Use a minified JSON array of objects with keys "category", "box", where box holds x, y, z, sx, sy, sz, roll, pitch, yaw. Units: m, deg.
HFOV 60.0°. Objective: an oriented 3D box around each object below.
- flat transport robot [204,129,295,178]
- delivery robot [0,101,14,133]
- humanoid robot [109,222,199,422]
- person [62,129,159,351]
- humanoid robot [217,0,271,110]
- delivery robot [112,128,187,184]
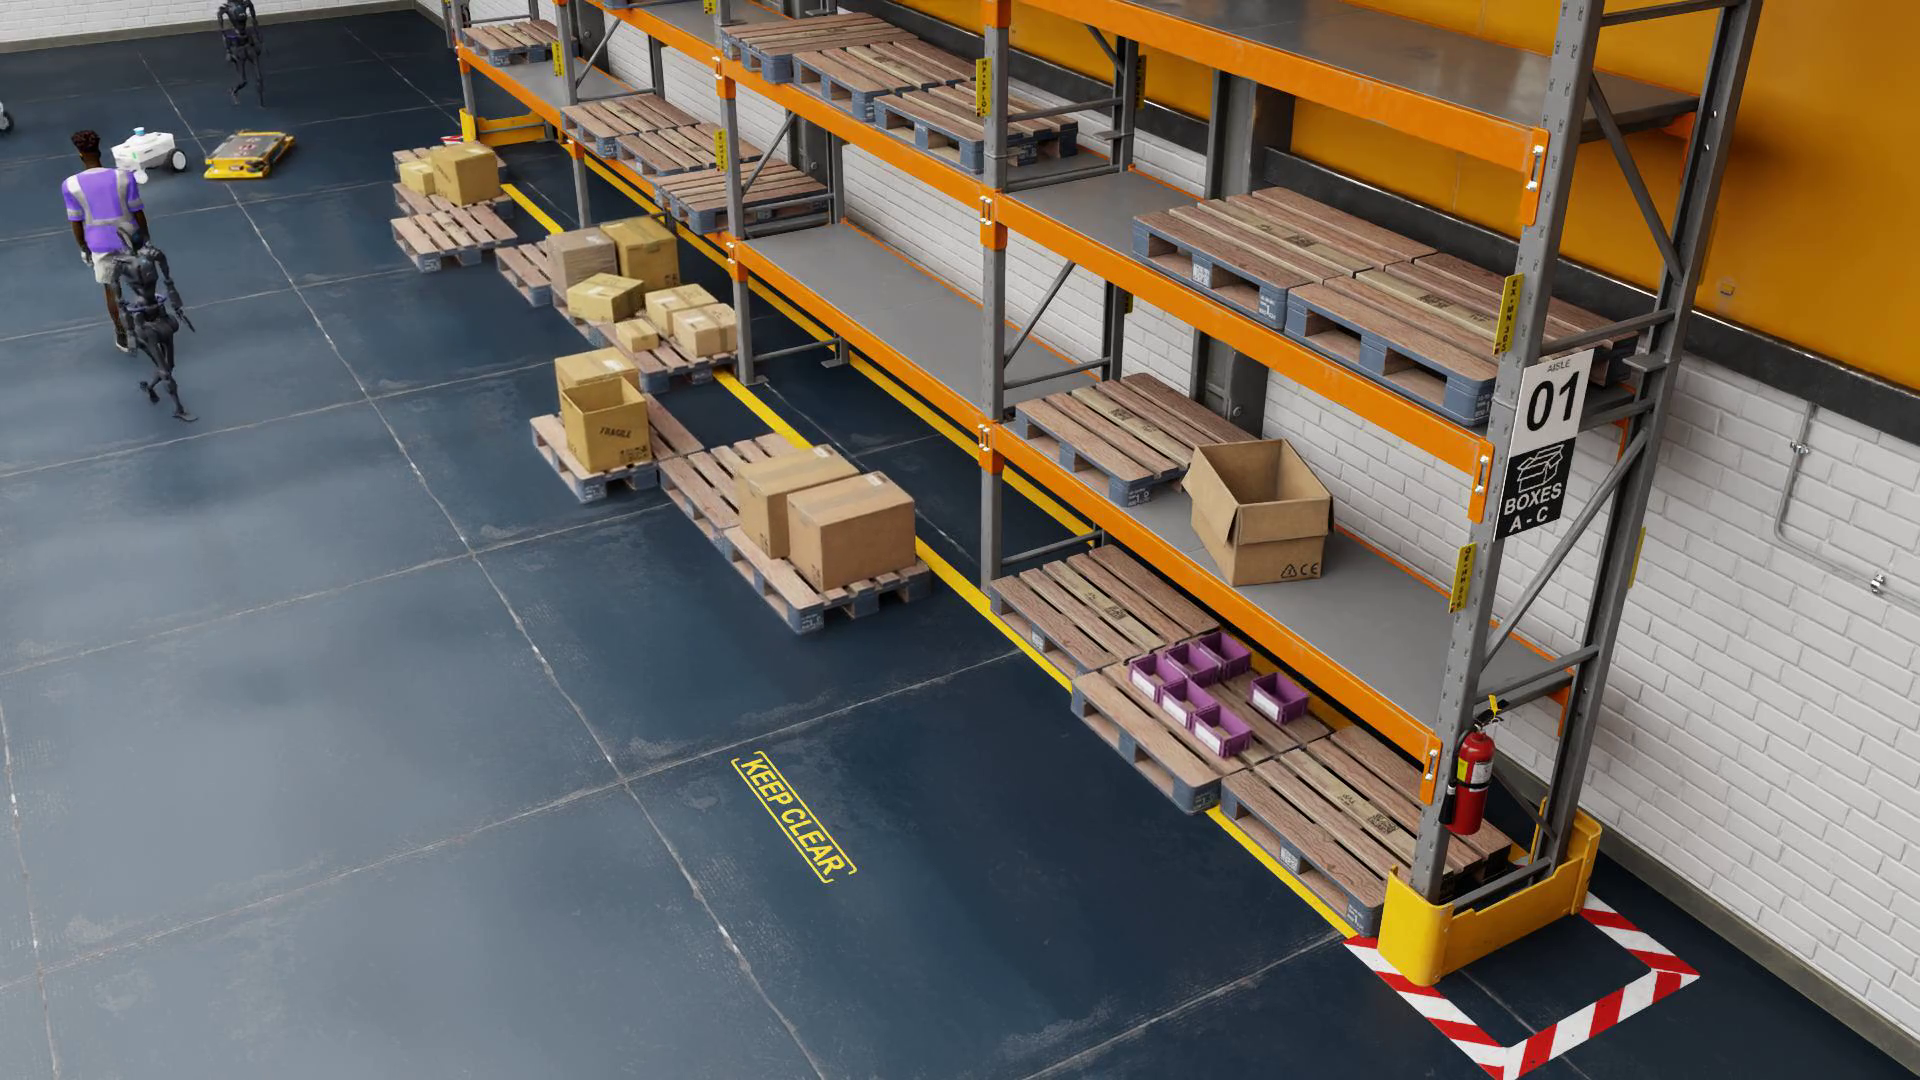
[{"category":"flat transport robot","box":[-8.417,-4.575,19.708,0.659,0.231,1.431,-3,30,-5]},{"category":"delivery robot","box":[-12.235,-5.256,20.615,0.785,0.589,0.499,1,30,1]},{"category":"humanoid robot","box":[-6.556,-1.780,13.372,0.694,1.642,0.589,13,32,22]},{"category":"person","box":[-7.385,-2.604,14.519,0.602,1.958,0.377,-14,32,-23]},{"category":"humanoid robot","box":[-9.307,-6.415,21.543,0.530,1.642,0.610,20,35,31]},{"category":"delivery robot","box":[-9.402,-4.462,19.237,0.519,0.613,0.784,9,31,15]}]
